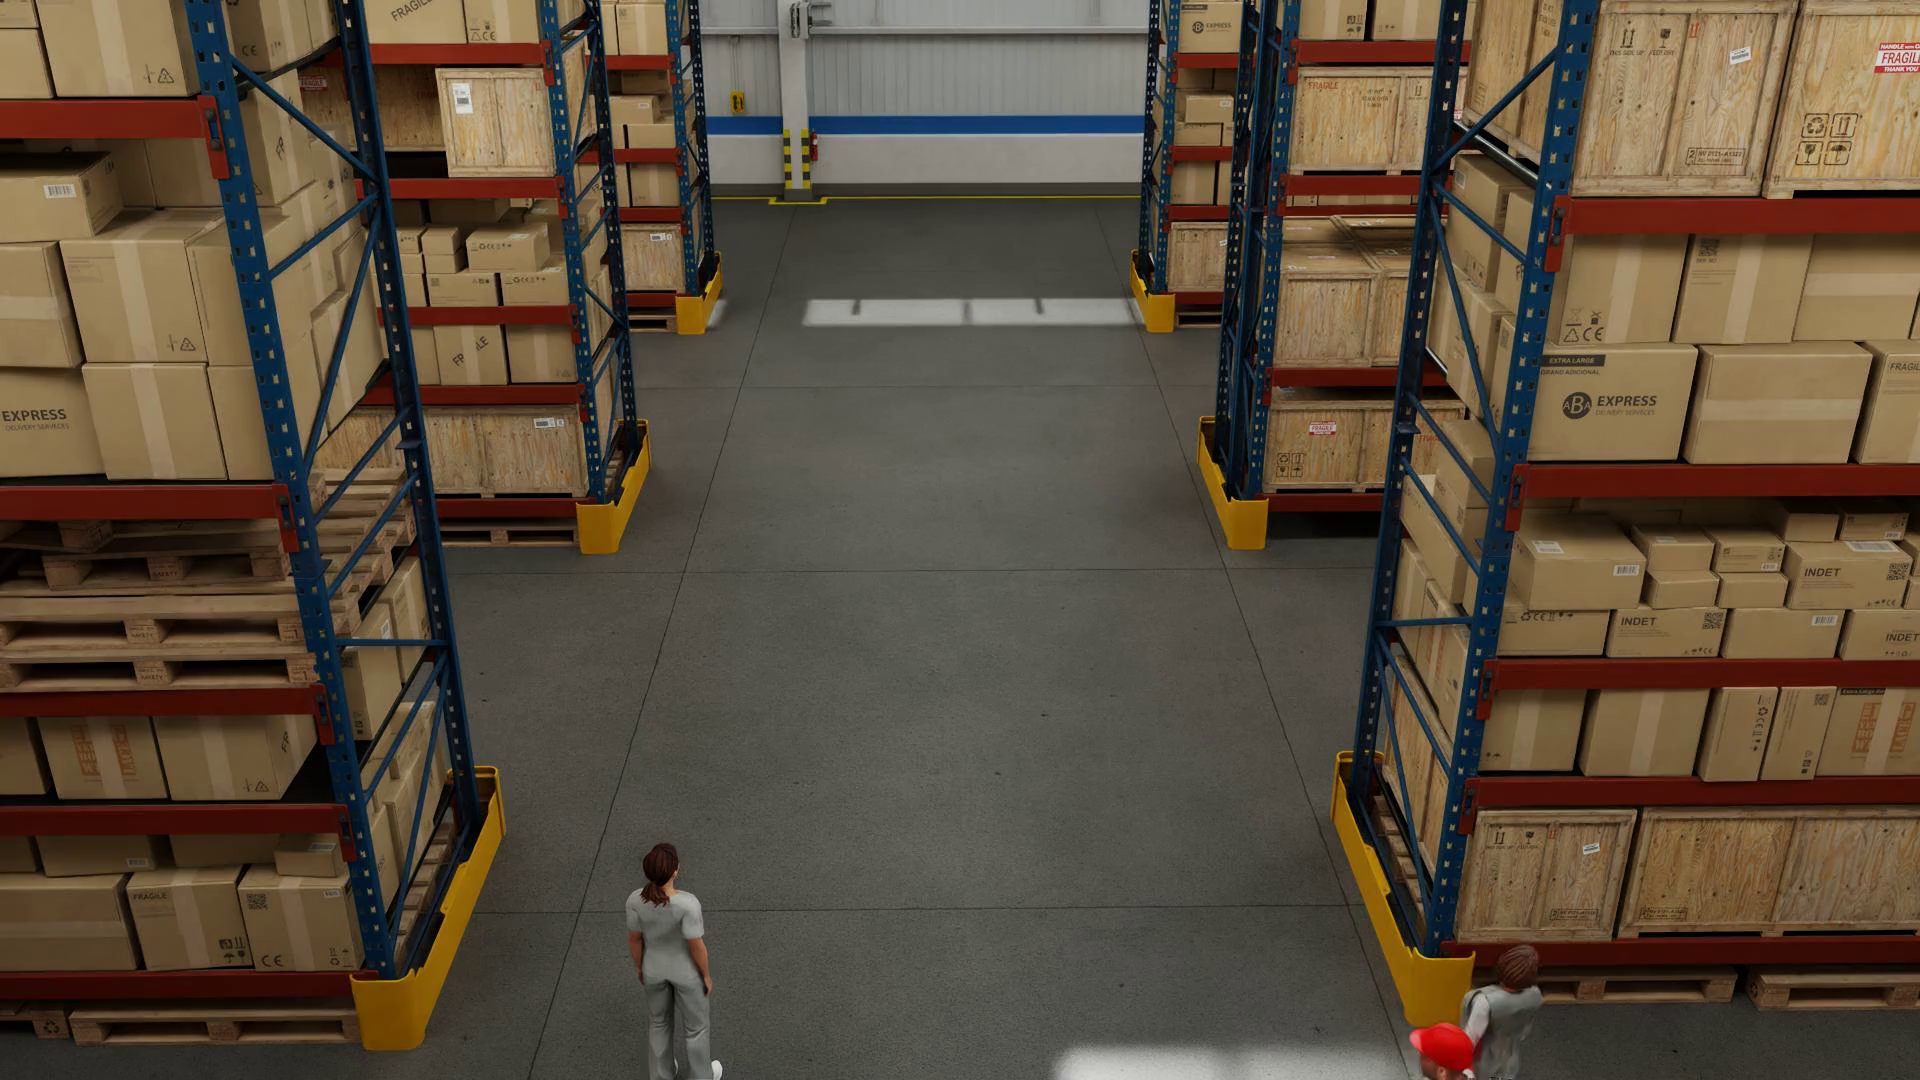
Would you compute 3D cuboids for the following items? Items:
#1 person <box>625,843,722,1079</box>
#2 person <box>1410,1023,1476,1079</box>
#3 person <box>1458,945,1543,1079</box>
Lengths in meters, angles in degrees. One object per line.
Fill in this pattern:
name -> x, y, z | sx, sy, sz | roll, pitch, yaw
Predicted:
person -> -1.546, 2.331, 9.000 | 0.435, 1.671, 0.402 | 4, 25, 9
person -> 2.069, 2.927, 7.561 | 0.694, 1.784, 0.576 | 1, 25, 2
person -> 2.582, 2.671, 8.362 | 0.568, 1.600, 0.418 | -13, 28, -25
